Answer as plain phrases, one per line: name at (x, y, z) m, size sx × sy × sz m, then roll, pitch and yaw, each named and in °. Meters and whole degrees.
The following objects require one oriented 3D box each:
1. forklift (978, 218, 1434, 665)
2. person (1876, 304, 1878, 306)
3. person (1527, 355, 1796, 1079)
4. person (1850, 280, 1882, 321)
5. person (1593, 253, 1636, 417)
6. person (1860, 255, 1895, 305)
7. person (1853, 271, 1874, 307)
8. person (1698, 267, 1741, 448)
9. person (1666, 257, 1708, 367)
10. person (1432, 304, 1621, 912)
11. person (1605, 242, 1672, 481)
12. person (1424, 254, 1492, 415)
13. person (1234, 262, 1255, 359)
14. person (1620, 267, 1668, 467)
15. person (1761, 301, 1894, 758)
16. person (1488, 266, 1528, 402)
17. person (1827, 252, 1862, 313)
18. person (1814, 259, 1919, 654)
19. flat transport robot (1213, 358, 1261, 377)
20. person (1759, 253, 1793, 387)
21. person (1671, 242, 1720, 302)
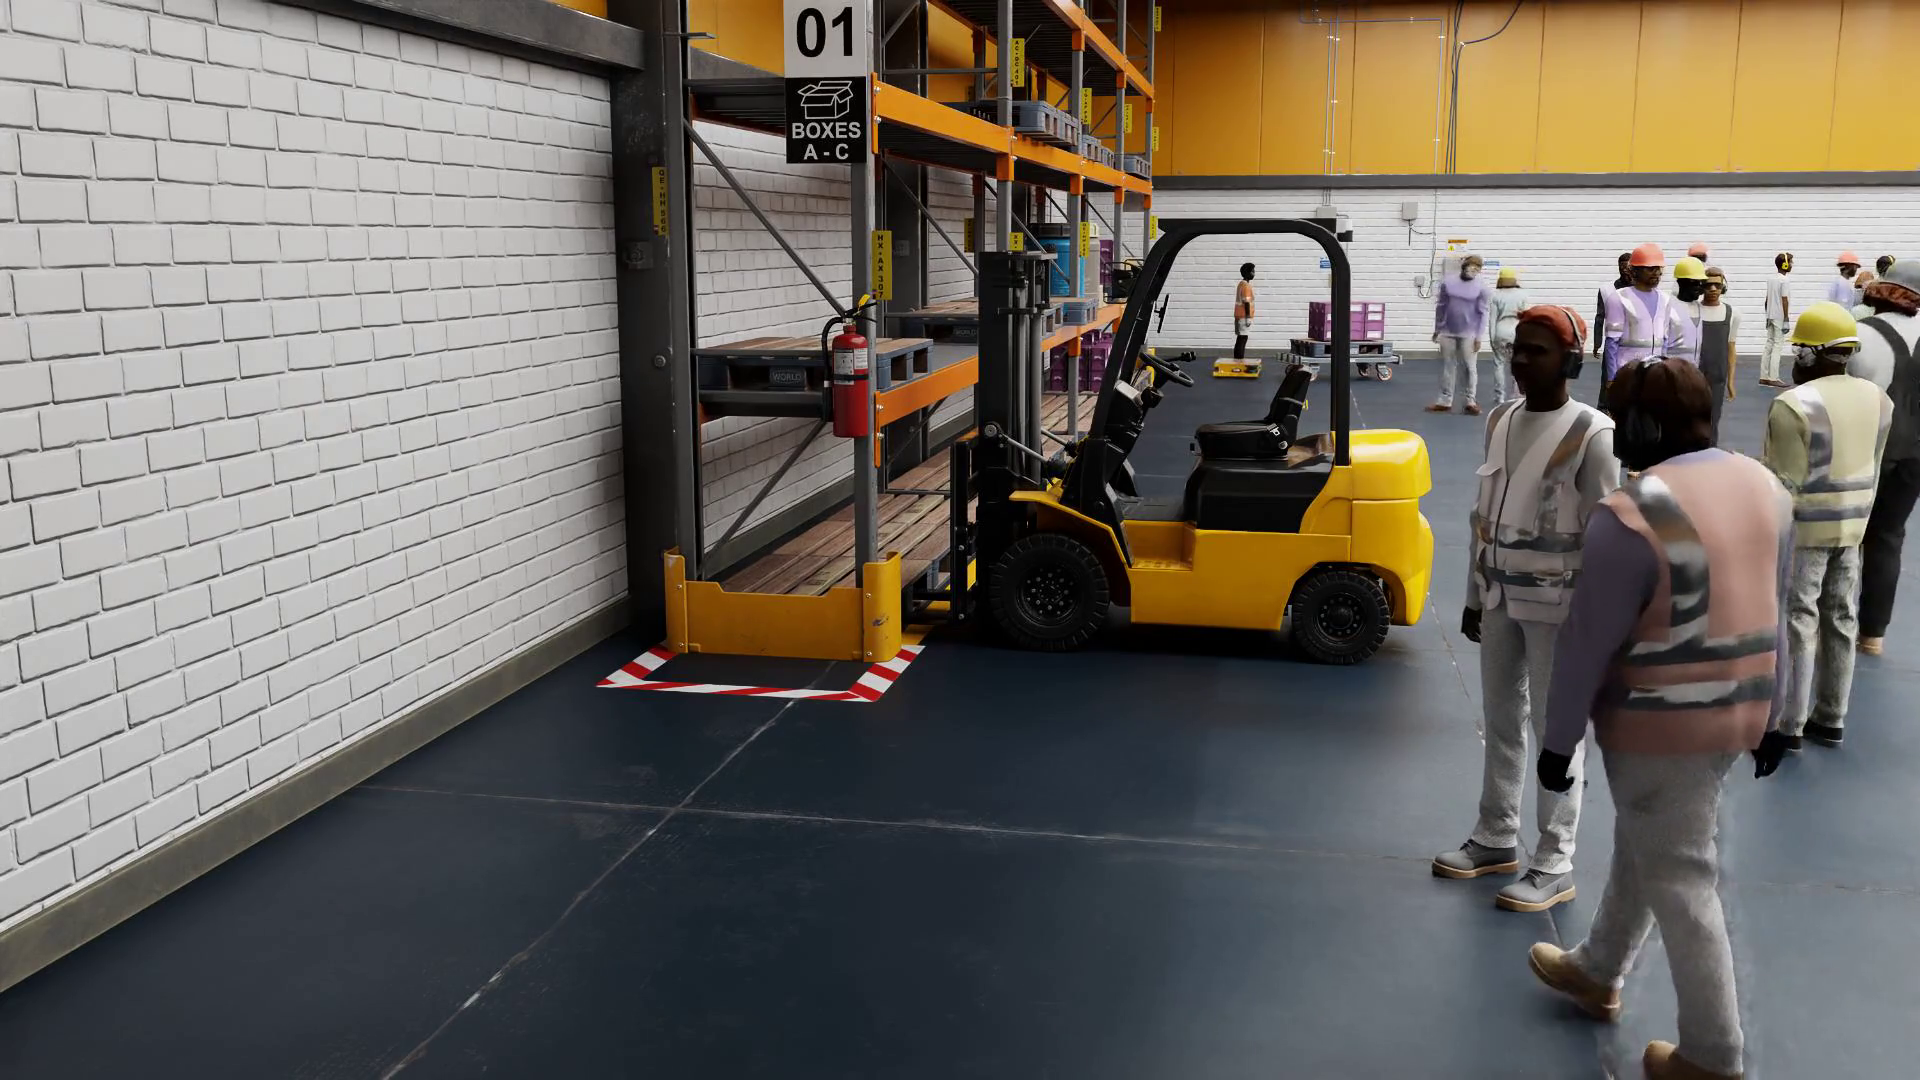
forklift at (1.285, -0.567, 8.635) m, size 2.313 × 2.155 × 1.214 m, roll 2°, pitch 11°, yaw 11°
person at (9.115, -1.704, 16.404) m, size 0.279 × 1.633 × 0.500 m, roll -2°, pitch 10°, yaw -9°
person at (1.669, 0.445, 4.161) m, size 0.637 × 1.801 × 0.879 m, roll -6°, pitch 12°, yaw -30°
person at (9.825, -1.987, 17.958) m, size 0.499 × 1.633 × 0.286 m, roll 0°, pitch 10°, yaw -1°
person at (7.206, -2.152, 18.082) m, size 0.597 × 1.916 × 0.372 m, roll 5°, pitch 11°, yaw 25°
person at (11.344, -2.578, 20.550) m, size 0.323 × 1.870 × 0.518 m, roll -5°, pitch 12°, yaw -26°
person at (12.114, -2.789, 22.352) m, size 0.501 × 1.633 × 0.286 m, roll 2°, pitch 11°, yaw 12°
person at (6.096, -1.306, 13.640) m, size 0.506 × 1.847 × 0.343 m, roll 2°, pitch 11°, yaw 11°
person at (5.893, -1.342, 13.612) m, size 0.587 × 1.928 × 0.362 m, roll -5°, pitch 12°, yaw -28°
person at (1.786, 0.211, 5.222) m, size 0.351 × 1.884 × 0.581 m, roll -4°, pitch 11°, yaw -22°
person at (5.405, -1.333, 13.246) m, size 0.607 × 2.044 × 0.372 m, roll -4°, pitch 11°, yaw -21°
person at (5.861, -2.412, 19.603) m, size 0.767 × 1.898 × 0.377 m, roll 9°, pitch 14°, yaw 41°
person at (4.398, -3.430, 25.684) m, size 0.319 × 1.698 × 0.539 m, roll 0°, pitch 10°, yaw -2°
person at (6.196, -1.627, 15.186) m, size 0.585 × 1.926 × 0.365 m, roll -5°, pitch 12°, yaw -26°
person at (3.431, -0.038, 6.719) m, size 0.587 × 1.835 × 0.404 m, roll -4°, pitch 11°, yaw -22°
person at (6.896, -2.572, 20.900) m, size 0.500 × 1.720 × 0.577 m, roll 1°, pitch 10°, yaw 6°
person at (11.263, -2.731, 21.348) m, size 0.517 × 1.900 × 0.690 m, roll 3°, pitch 11°, yaw 14°
person at (4.565, -0.448, 8.402) m, size 0.821 × 2.000 × 0.541 m, roll 0°, pitch 10°, yaw -2°
flat transport robot at (4.189, -2.604, 25.074) m, size 0.652 × 0.197 × 1.431 m, roll 2°, pitch 11°, yaw 12°
person at (11.448, -3.071, 23.252) m, size 0.321 × 1.871 × 0.532 m, roll -1°, pitch 10°, yaw -4°
person at (9.919, -3.002, 22.448) m, size 0.630 × 2.026 × 0.712 m, roll 4°, pitch 11°, yaw 20°
